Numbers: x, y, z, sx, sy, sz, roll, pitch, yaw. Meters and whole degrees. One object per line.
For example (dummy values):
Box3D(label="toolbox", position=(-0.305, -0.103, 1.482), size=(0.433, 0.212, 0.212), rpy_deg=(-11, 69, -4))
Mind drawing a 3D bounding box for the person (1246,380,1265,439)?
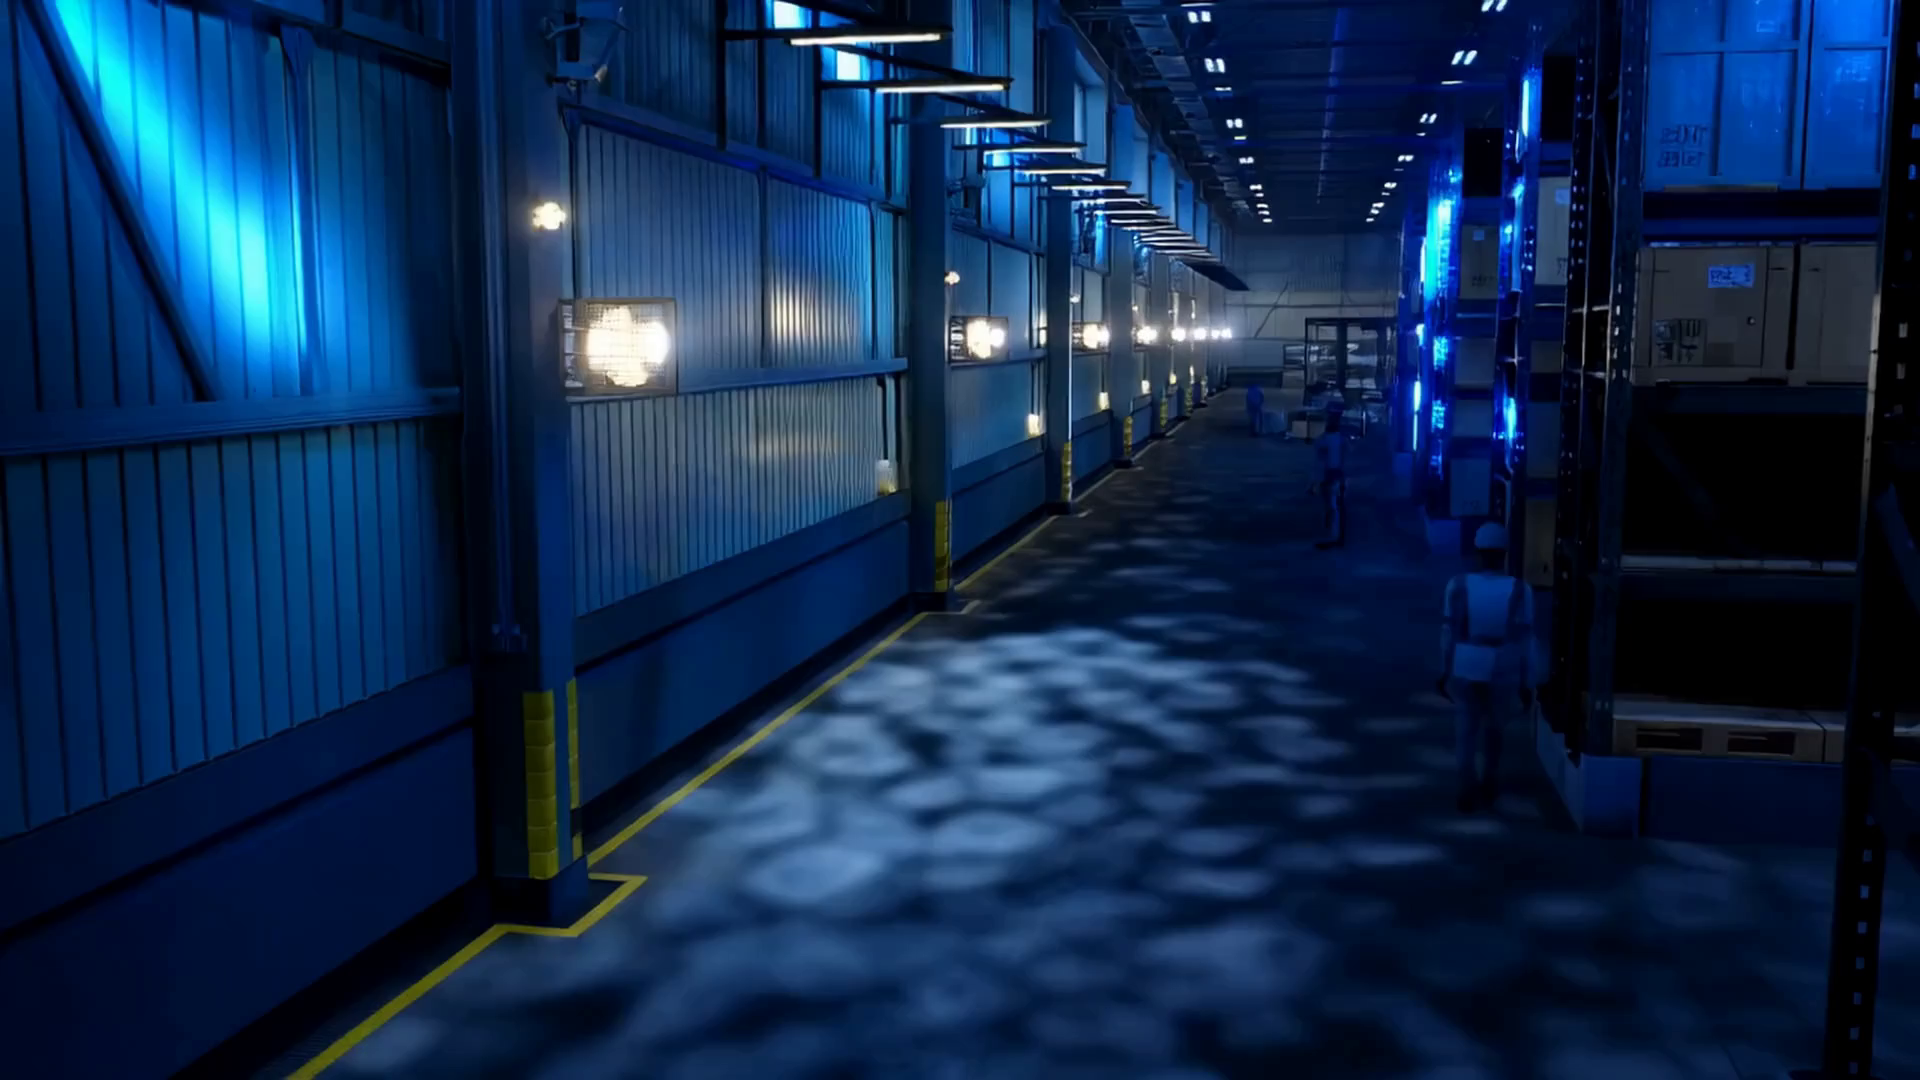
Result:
Box3D(label="person", position=(8.624, -3.799, 48.470), size=(0.578, 1.710, 0.888), rpy_deg=(-1, 7, -5))

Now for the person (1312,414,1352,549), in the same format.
Box3D(label="person", position=(5.313, -0.836, 23.833), size=(0.629, 1.937, 0.379), rpy_deg=(-3, 8, -25))

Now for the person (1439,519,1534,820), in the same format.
Box3D(label="person", position=(3.340, 0.832, 10.562), size=(0.560, 1.921, 0.742), rpy_deg=(2, 7, 13))
